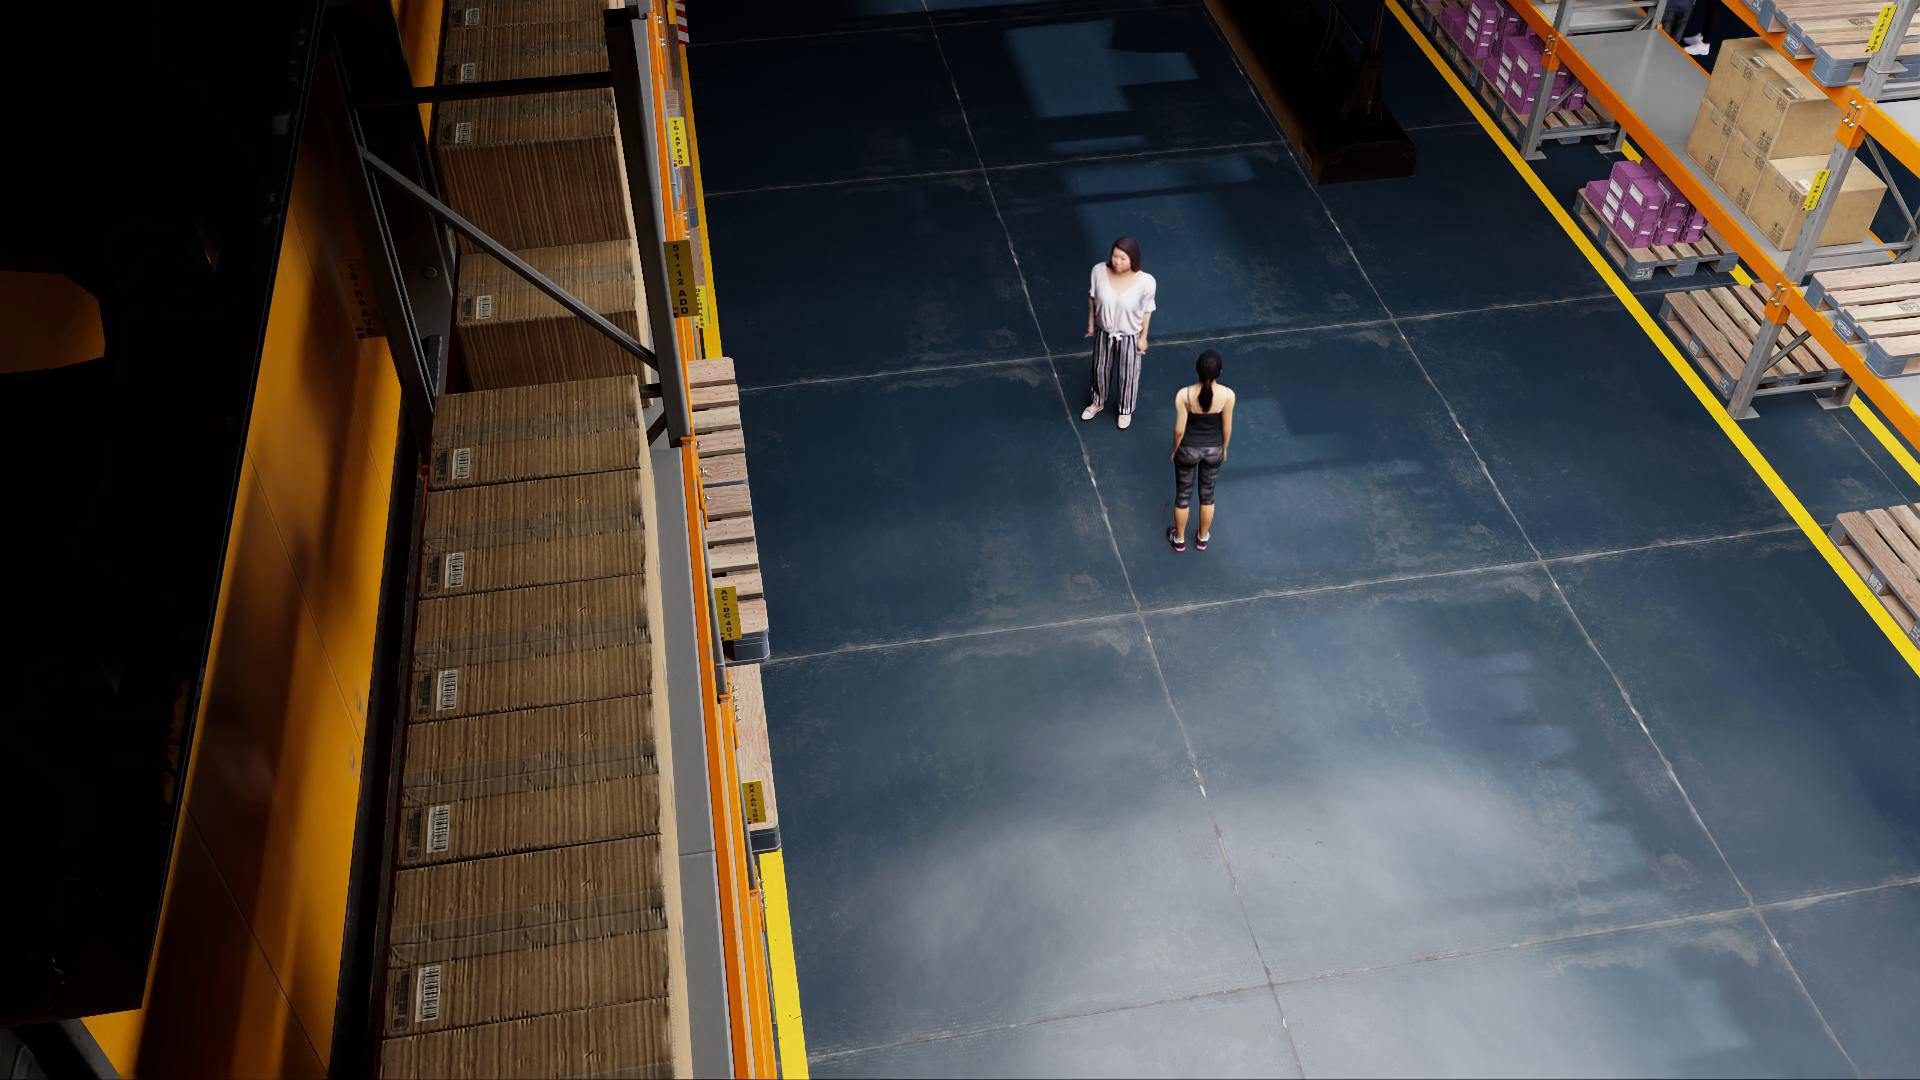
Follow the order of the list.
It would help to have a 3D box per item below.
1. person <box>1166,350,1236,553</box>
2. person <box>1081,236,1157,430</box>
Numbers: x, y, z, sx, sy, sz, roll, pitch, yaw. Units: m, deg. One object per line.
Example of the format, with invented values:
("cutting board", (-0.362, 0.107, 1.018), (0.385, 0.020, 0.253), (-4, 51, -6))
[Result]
("person", (1.670, -0.612, 11.605), (0.597, 1.729, 0.582), (-1, 44, -1))
("person", (1.210, -1.599, 12.678), (0.787, 1.679, 0.814), (18, 46, 18))
